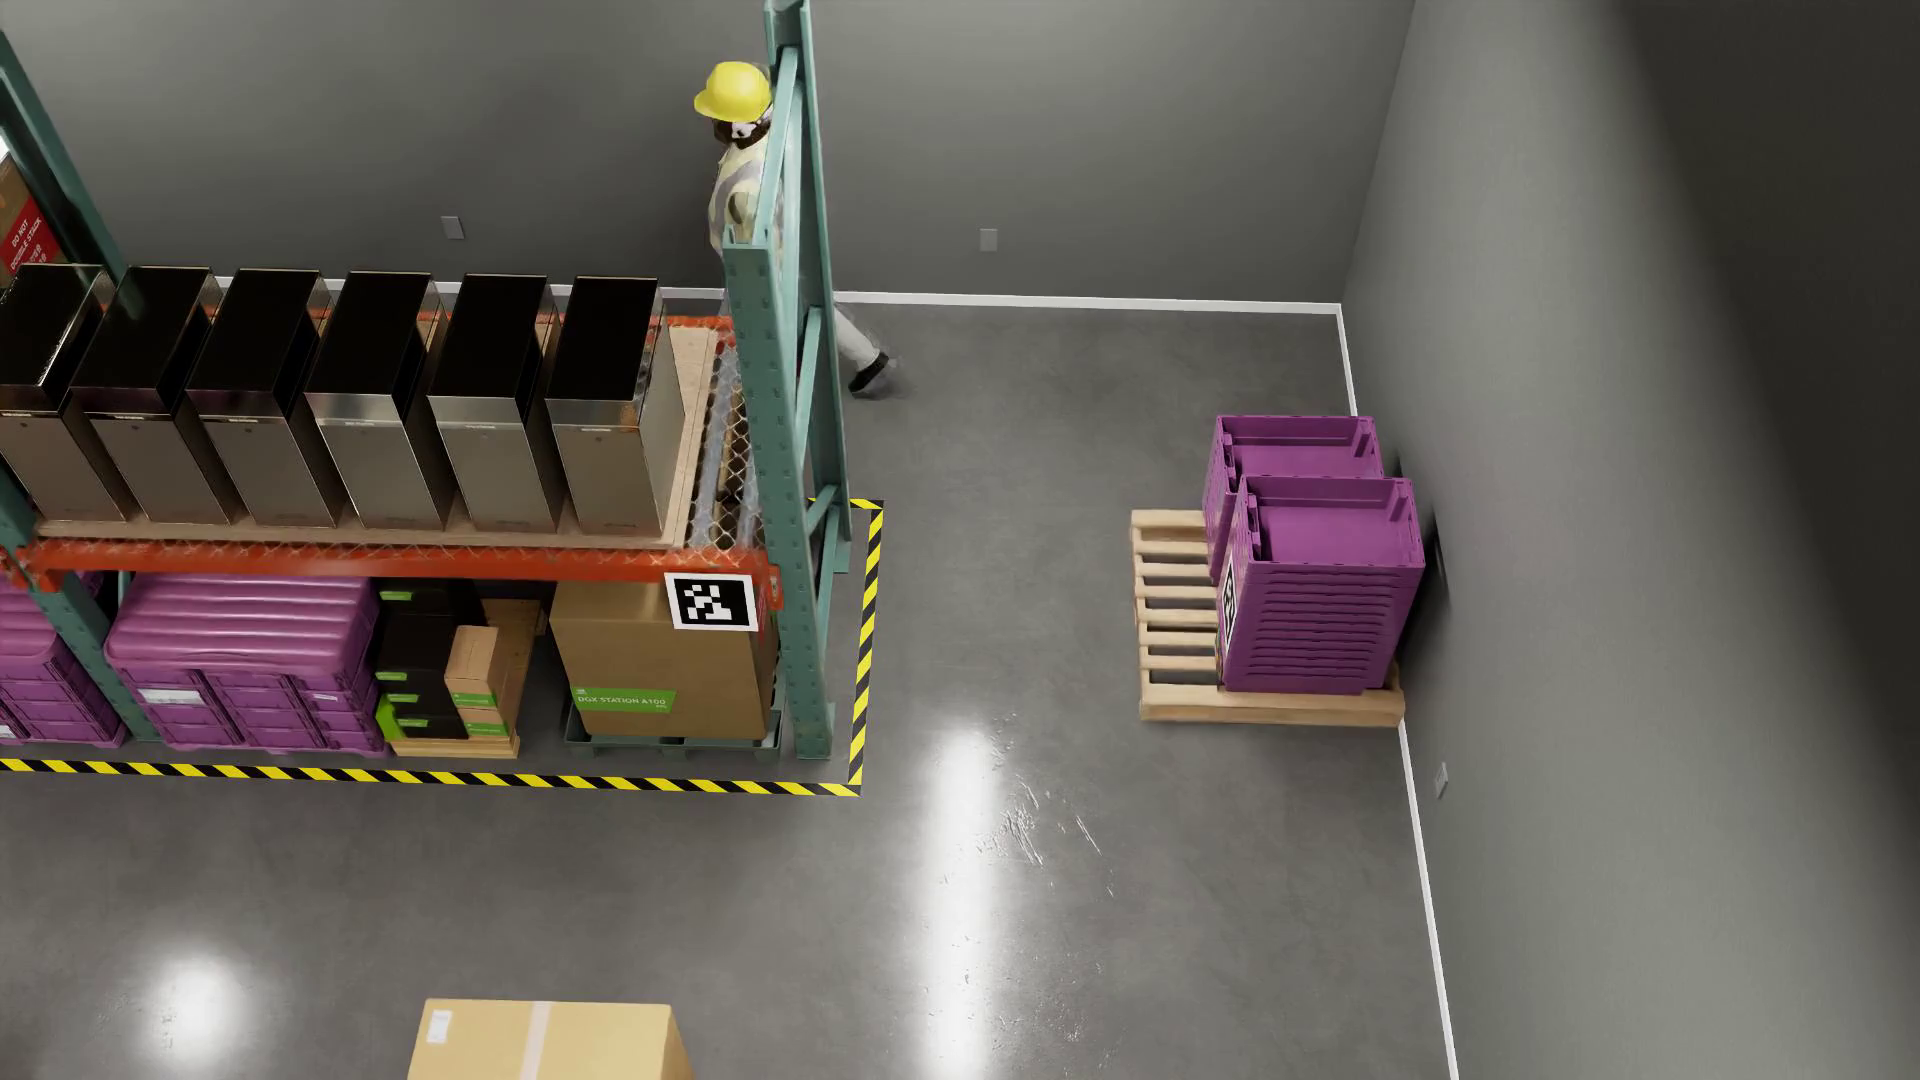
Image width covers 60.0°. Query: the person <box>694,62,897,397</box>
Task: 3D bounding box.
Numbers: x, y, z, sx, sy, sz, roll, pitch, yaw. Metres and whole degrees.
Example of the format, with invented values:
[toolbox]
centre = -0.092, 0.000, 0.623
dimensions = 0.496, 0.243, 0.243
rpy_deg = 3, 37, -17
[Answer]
[person]
centre = -0.725, -1.175, 6.707
dimensions = 0.839, 1.801, 0.591
rpy_deg = 8, 52, 6
